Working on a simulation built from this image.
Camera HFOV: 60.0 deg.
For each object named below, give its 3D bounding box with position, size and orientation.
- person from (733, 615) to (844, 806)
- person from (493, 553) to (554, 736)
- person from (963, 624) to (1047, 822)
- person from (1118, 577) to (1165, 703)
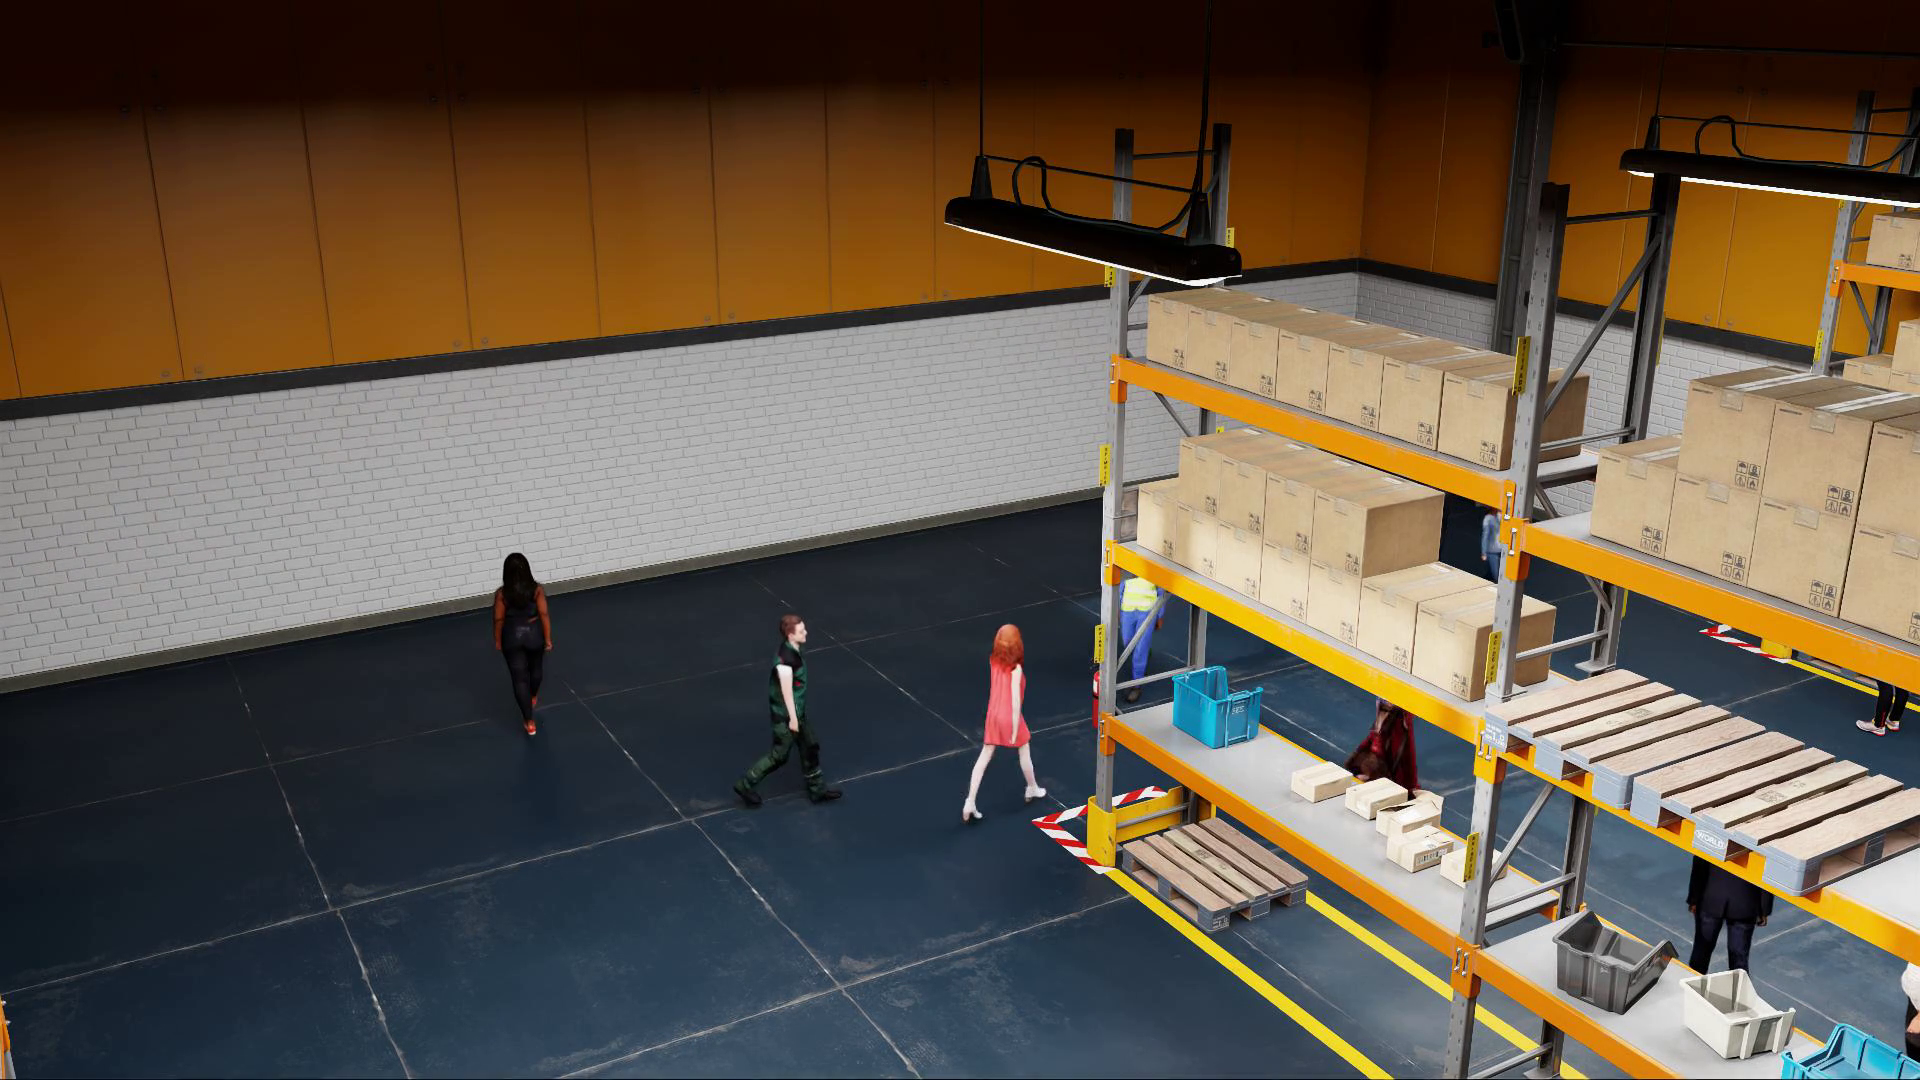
[{"bbox_3d":[-1.601,1.539,14.653,1.114,1.795,1.223,1,19,2],"label":"person"},{"bbox_3d":[-4.248,1.040,16.194,0.824,1.758,1.232,-7,20,-19],"label":"person"},{"bbox_3d":[0.307,1.627,14.425,0.847,1.775,1.146,-16,24,-40],"label":"person"},{"bbox_3d":[1.876,0.714,17.109,1.125,1.793,1.099,9,20,24],"label":"person"}]
